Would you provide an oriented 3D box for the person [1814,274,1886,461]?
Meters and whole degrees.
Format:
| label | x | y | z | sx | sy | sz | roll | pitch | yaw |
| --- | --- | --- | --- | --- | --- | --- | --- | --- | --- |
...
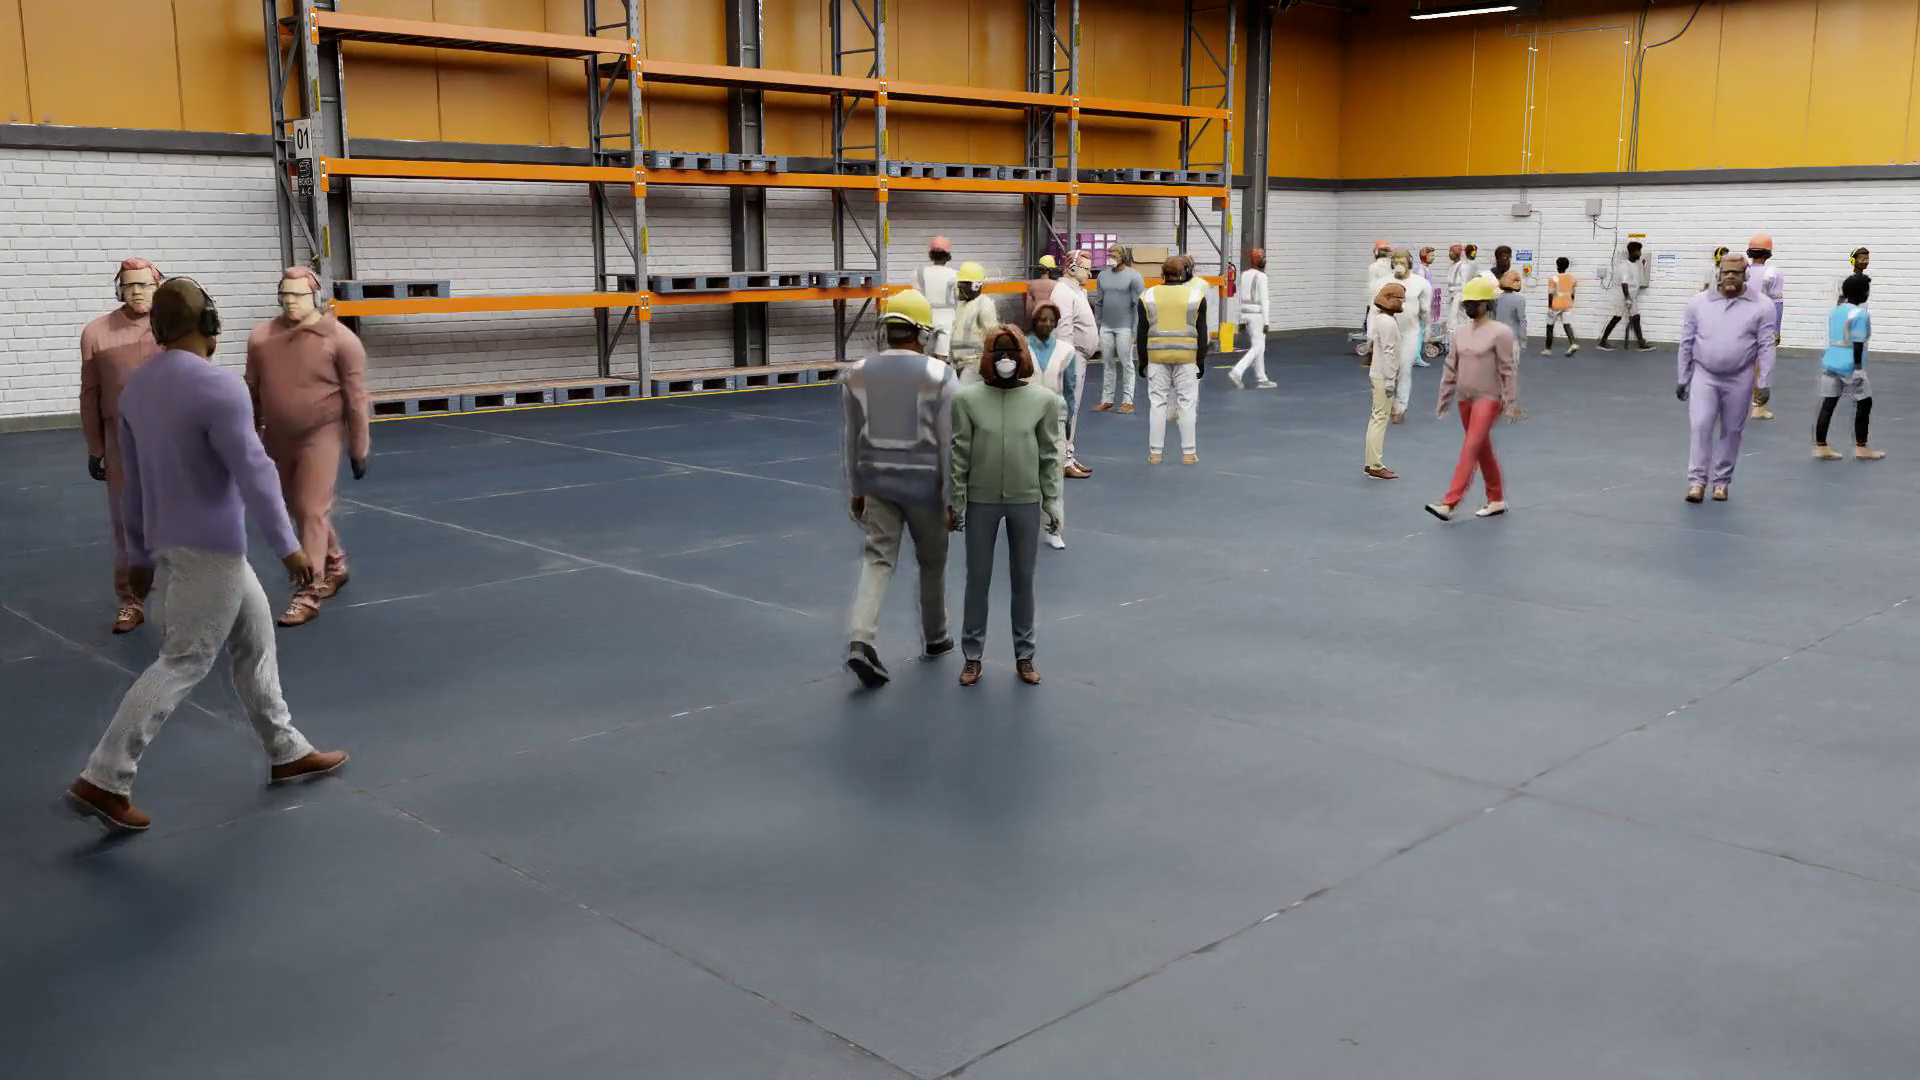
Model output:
| label | x | y | z | sx | sy | sz | roll | pitch | yaw |
| --- | --- | --- | --- | --- | --- | --- | --- | --- | --- |
| person | 8.038 | -1.535 | 14.882 | 0.683 | 1.671 | 0.552 | -1 | 10 | -4 |

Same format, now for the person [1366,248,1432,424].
| label | x | y | z | sx | sy | sz | roll | pitch | yaw |
| --- | --- | --- | --- | --- | --- | --- | --- | --- | --- |
| person | 4.812 | -2.242 | 18.222 | 0.652 | 1.894 | 1.013 | 4 | 11 | 22 |

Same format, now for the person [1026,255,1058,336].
| label | x | y | z | sx | sy | sz | roll | pitch | yaw |
| --- | --- | --- | --- | --- | --- | --- | --- | --- | --- |
| person | 1.101 | -2.785 | 21.481 | 0.526 | 1.768 | 0.331 | 7 | 12 | 32 |

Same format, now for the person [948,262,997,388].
| label | x | y | z | sx | sy | sz | roll | pitch | yaw |
| --- | --- | --- | --- | --- | --- | --- | --- | --- | --- |
| person | 0.152 | -1.612 | 15.042 | 0.926 | 1.800 | 0.594 | -4 | 11 | -21 |

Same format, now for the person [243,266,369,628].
| label | x | y | z | sx | sy | sz | roll | pitch | yaw |
| --- | --- | --- | --- | --- | --- | --- | --- | --- | --- |
| person | -3.523 | -0.532 | 8.938 | 0.647 | 1.866 | 0.954 | 2 | 11 | 12 |

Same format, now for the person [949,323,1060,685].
| label | x | y | z | sx | sy | sz | roll | pitch | yaw |
| --- | --- | --- | --- | --- | --- | --- | --- | --- | --- |
| person | 0.201 | -0.155 | 7.497 | 0.499 | 1.634 | 0.279 | 0 | 10 | -2 |

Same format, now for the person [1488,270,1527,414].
| label | x | y | z | sx | sy | sz | roll | pitch | yaw |
| --- | --- | --- | --- | --- | --- | --- | --- | --- | --- |
| person | 6.222 | -2.247 | 18.909 | 0.285 | 1.633 | 0.497 | -7 | 13 | -35 |

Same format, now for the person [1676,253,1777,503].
| label | x | y | z | sx | sy | sz | roll | pitch | yaw |
| --- | --- | --- | --- | --- | --- | --- | --- | --- | --- |
| person | 5.726 | -1.191 | 12.473 | 0.680 | 1.872 | 0.863 | 5 | 12 | 26 |

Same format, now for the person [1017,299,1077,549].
| label | x | y | z | sx | sy | sz | roll | pitch | yaw |
| --- | --- | --- | --- | --- | --- | --- | --- | --- | --- |
| person | 0.512 | -0.787 | 10.992 | 0.512 | 1.609 | 0.760 | -1 | 10 | -7 |

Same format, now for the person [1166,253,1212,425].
| label | x | y | z | sx | sy | sz | roll | pitch | yaw |
| --- | --- | --- | --- | --- | --- | --- | --- | --- | --- |
| person | 2.370 | -2.123 | 17.713 | 0.634 | 1.829 | 0.484 | 9 | 14 | 40 |

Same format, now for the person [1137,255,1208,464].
| label | x | y | z | sx | sy | sz | roll | pitch | yaw |
| --- | --- | --- | --- | --- | --- | --- | --- | --- | --- |
| person | 1.879 | -1.589 | 14.754 | 0.624 | 1.845 | 0.430 | 2 | 11 | 10 |

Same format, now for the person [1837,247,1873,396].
| label | x | y | z | sx | sy | sz | roll | pitch | yaw |
| --- | --- | --- | --- | --- | --- | --- | --- | --- | --- |
| person | 11.325 | -2.764 | 21.083 | 0.513 | 1.872 | 0.331 | -3 | 11 | -18 |

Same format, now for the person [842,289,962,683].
| label | x | y | z | sx | sy | sz | roll | pitch | yaw |
| --- | --- | --- | --- | --- | --- | --- | --- | --- | --- |
| person | -0.280 | -0.251 | 7.639 | 0.597 | 1.786 | 0.912 | 3 | 11 | 18 |

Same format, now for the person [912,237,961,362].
| label | x | y | z | sx | sy | sz | roll | pitch | yaw |
| --- | --- | --- | --- | --- | --- | --- | --- | --- | --- |
| person | -0.211 | -2.459 | 19.069 | 0.636 | 1.989 | 1.053 | 3 | 11 | 14 |

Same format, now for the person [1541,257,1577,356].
| label | x | y | z | sx | sy | sz | roll | pitch | yaw |
| --- | --- | --- | --- | --- | --- | --- | --- | --- | --- |
| person | 10.062 | -3.882 | 27.747 | 0.544 | 1.666 | 0.785 | -2 | 11 | -10 |

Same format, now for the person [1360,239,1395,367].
| label | x | y | z | sx | sy | sz | roll | pitch | yaw |
| --- | --- | --- | --- | --- | --- | --- | --- | --- | --- |
| person | 6.454 | -3.595 | 25.372 | 0.617 | 1.958 | 0.631 | -8 | 13 | -36 |

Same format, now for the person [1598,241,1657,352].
| label | x | y | z | sx | sy | sz | roll | pitch | yaw |
| --- | --- | --- | --- | --- | --- | --- | --- | --- | --- |
| person | 11.654 | -4.238 | 29.003 | 1.005 | 1.914 | 0.623 | 10 | 14 | 44 |

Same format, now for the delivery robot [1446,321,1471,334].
| label | x | y | z | sx | sy | sz | roll | pitch | yaw |
| --- | --- | --- | --- | --- | --- | --- | --- | --- | --- |
| delivery robot | 8.657 | -3.481 | 28.324 | 0.707 | 0.478 | 0.477 | 0 | 10 | 1 |

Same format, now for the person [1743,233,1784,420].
| label | x | y | z | sx | sy | sz | roll | pitch | yaw |
| --- | --- | --- | --- | --- | --- | --- | --- | --- | --- |
| person | 8.748 | -2.345 | 18.314 | 0.368 | 2.048 | 0.607 | -9 | 13 | -39 |

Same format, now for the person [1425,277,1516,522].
| label | x | y | z | sx | sy | sz | roll | pitch | yaw |
| --- | --- | --- | --- | --- | --- | --- | --- | --- | --- |
| person | 3.613 | -0.986 | 11.772 | 0.918 | 1.715 | 0.547 | -6 | 12 | -30 |

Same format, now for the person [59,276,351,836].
| label | x | y | z | sx | sy | sz | roll | pitch | yaw |
| --- | --- | --- | --- | --- | --- | --- | --- | --- | --- |
| person | -2.707 | 0.033 | 5.795 | 0.648 | 1.891 | 1.020 | 9 | 14 | 41 |

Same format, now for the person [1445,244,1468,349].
| label | x | y | z | sx | sy | sz | roll | pitch | yaw |
| --- | --- | --- | --- | --- | --- | --- | --- | --- | --- |
| person | 8.929 | -4.335 | 29.683 | 0.631 | 1.867 | 0.582 | -1 | 10 | -3 |

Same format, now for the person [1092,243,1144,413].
| label | x | y | z | sx | sy | sz | roll | pitch | yaw |
| --- | --- | --- | --- | --- | --- | --- | --- | --- | --- |
| person | 1.796 | -2.413 | 18.984 | 0.635 | 1.936 | 0.355 | 9 | 13 | 39 |

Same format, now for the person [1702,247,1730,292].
| label | x | y | z | sx | sy | sz | roll | pitch | yaw |
| --- | --- | --- | --- | --- | --- | --- | --- | --- | --- |
| person | 12.548 | -3.912 | 27.503 | 0.550 | 1.817 | 0.991 | -8 | 13 | -38 |

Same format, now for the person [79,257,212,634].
| label | x | y | z | sx | sy | sz | roll | pitch | yaw |
| --- | --- | --- | --- | --- | --- | --- | --- | --- | --- |
| person | -4.145 | -0.481 | 8.532 | 0.636 | 1.911 | 0.405 | -4 | 11 | -21 |

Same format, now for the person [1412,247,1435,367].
| label | x | y | z | sx | sy | sz | roll | pitch | yaw |
| --- | --- | --- | --- | --- | --- | --- | --- | --- | --- |
| person | 7.123 | -3.595 | 25.678 | 0.375 | 1.843 | 0.574 | 3 | 11 | 17 |

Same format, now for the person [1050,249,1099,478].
| label | x | y | z | sx | sy | sz | roll | pitch | yaw |
| --- | --- | --- | --- | --- | --- | --- | --- | --- | --- |
| person | 0.959 | -1.478 | 13.987 | 0.407 | 1.904 | 0.639 | 2 | 11 | 10 |

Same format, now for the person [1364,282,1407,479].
| label | x | y | z | sx | sy | sz | roll | pitch | yaw |
| --- | --- | --- | --- | --- | --- | --- | --- | --- | --- |
| person | 3.564 | -1.329 | 13.902 | 0.273 | 1.631 | 0.507 | 1 | 10 | 7 |

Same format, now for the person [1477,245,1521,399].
| label | x | y | z | sx | sy | sz | roll | pitch | yaw |
| --- | --- | --- | --- | --- | --- | --- | --- | --- | --- |
| person | 6.522 | -2.624 | 20.244 | 0.606 | 1.905 | 0.448 | -2 | 11 | -11 |

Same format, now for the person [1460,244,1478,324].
| label | x | y | z | sx | sy | sz | roll | pitch | yaw |
| --- | --- | --- | --- | --- | --- | --- | --- | --- | --- |
| person | 9.270 | -4.454 | 30.329 | 0.390 | 1.850 | 0.573 | -6 | 12 | -28 |

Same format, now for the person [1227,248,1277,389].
| label | x | y | z | sx | sy | sz | roll | pitch | yaw |
| --- | --- | --- | --- | --- | --- | --- | --- | --- | --- |
| person | 3.865 | -2.912 | 21.916 | 0.806 | 1.862 | 0.593 | -4 | 11 | -21 |
